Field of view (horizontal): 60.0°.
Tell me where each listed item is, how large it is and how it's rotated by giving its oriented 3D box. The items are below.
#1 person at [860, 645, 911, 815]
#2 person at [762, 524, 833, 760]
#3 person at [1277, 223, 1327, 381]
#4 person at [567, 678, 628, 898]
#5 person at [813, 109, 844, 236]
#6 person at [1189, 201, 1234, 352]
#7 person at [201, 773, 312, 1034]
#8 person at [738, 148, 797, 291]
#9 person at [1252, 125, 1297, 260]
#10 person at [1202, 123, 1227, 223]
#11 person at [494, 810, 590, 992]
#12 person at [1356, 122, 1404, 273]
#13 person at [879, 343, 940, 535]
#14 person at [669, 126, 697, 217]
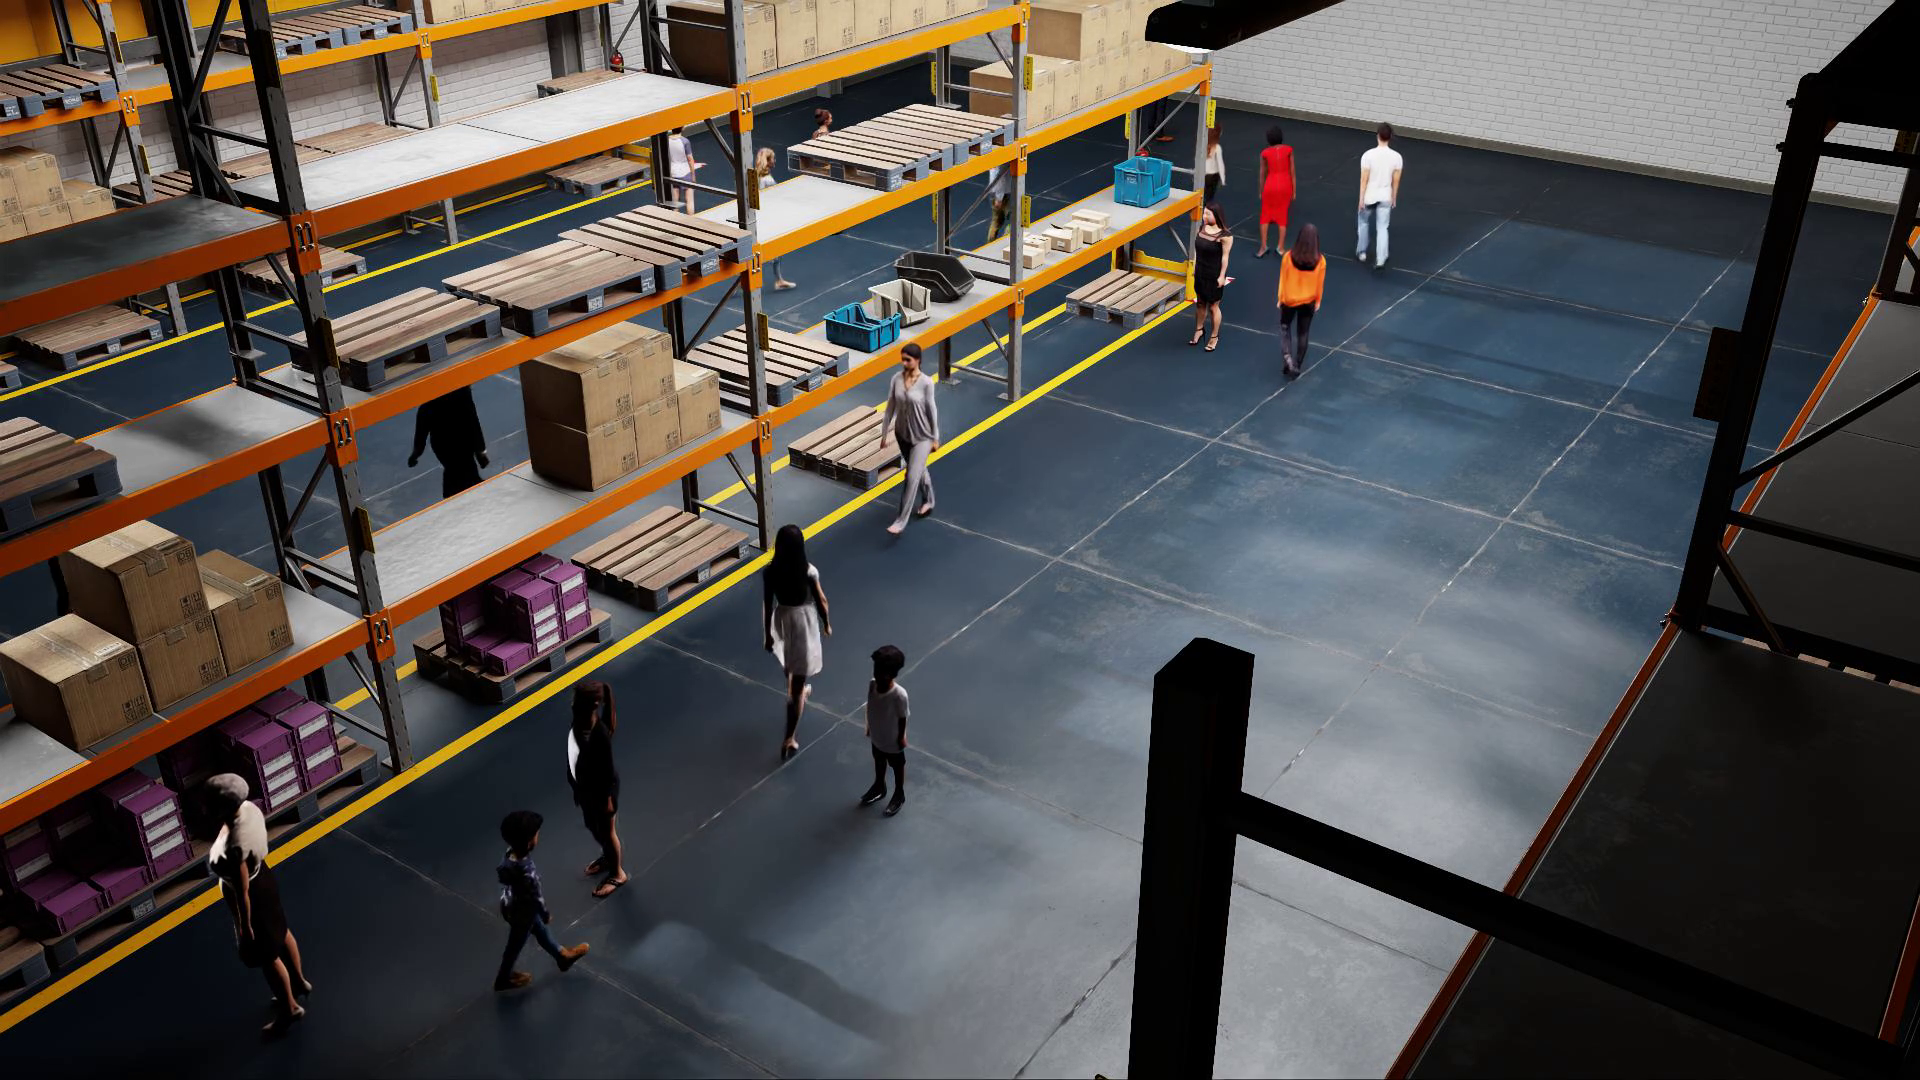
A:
[{"bbox_3d":[-0.492,1.267,11.352,0.481,1.262,0.491,19,34,31],"label":"person"},{"bbox_3d":[-1.186,0.755,11.790,0.897,1.742,1.154,6,29,11],"label":"person"},{"bbox_3d":[3.627,-2.507,17.774,0.756,1.737,0.798,3,29,6],"label":"person"},{"bbox_3d":[-2.297,1.529,10.554,0.618,1.567,0.586,-25,37,-37],"label":"person"},{"bbox_3d":[-1.812,-4.951,22.320,0.634,1.675,0.635,-22,36,-35],"label":"person"},{"bbox_3d":[2.801,-2.961,18.628,0.717,1.718,0.733,-19,34,-31],"label":"person"},{"bbox_3d":[-3.966,2.044,9.418,0.746,1.750,0.679,-4,29,-7],"label":"person"},{"bbox_3d":[-2.397,-3.859,20.213,1.071,1.776,0.938,-10,30,-18],"label":"person"},{"bbox_3d":[4.118,-4.440,21.334,0.726,1.722,0.690,11,30,19],"label":"person"},{"bbox_3d":[3.294,-4.850,22.355,0.843,1.465,0.700,-21,35,-33],"label":"person"},{"bbox_3d":[-2.626,2.160,9.755,0.890,1.224,0.737,-14,32,-24],"label":"person"},{"bbox_3d":[5.266,-4.277,20.919,1.076,1.833,1.259,1,29,3],"label":"person"},{"bbox_3d":[-0.372,-0.948,14.927,0.685,1.727,1.102,15,32,26],"label":"person"},{"bbox_3d":[-3.771,-4.957,22.446,0.616,1.566,0.600,10,30,17],"label":"person"}]
